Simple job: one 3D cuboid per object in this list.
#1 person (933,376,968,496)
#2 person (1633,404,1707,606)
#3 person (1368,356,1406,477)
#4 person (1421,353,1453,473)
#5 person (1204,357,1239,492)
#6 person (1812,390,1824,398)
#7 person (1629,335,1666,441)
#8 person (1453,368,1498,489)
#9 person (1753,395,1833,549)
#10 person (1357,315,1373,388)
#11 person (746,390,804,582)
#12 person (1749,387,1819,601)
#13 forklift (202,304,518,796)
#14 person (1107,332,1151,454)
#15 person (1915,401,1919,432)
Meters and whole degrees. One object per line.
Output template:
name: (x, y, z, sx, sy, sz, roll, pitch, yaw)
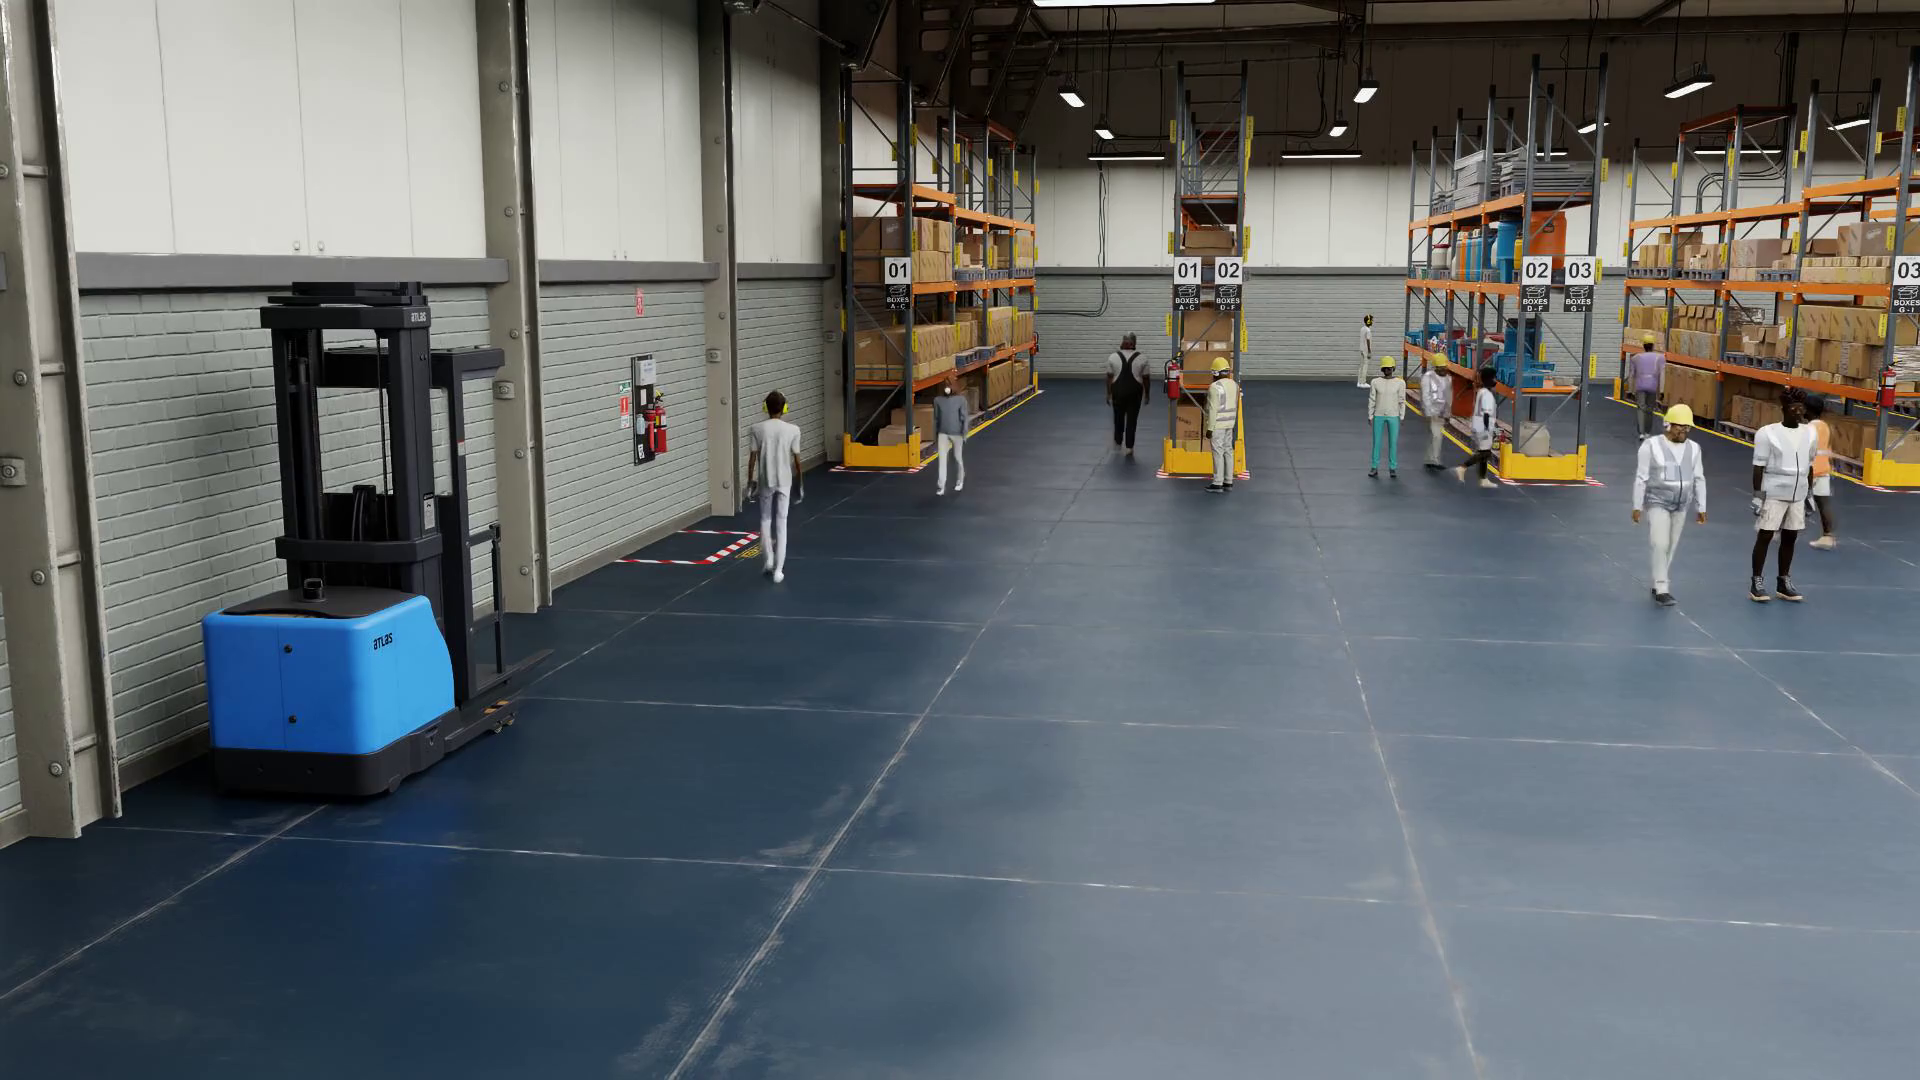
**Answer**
person: (-0.115, -1.433, 22.596, 0.511, 1.596, 0.844, 2, 10, 15)
person: (6.433, -0.301, 14.908, 0.625, 1.810, 0.690, -2, 9, -10)
person: (6.251, -1.811, 24.380, 0.535, 1.767, 0.316, 3, 10, 19)
person: (7.131, -1.887, 24.775, 0.620, 1.787, 0.669, -6, 11, -32)
person: (3.552, -1.577, 22.732, 0.403, 1.830, 0.599, 9, 13, 43)
person: (19.497, -3.871, 37.619, 0.513, 1.579, 0.854, 4, 10, 24)
person: (12.227, -2.707, 29.627, 0.596, 1.867, 1.042, 4, 10, 22)
person: (7.155, -1.538, 22.936, 0.557, 1.679, 0.539, 1, 9, 9)
person: (9.209, -0.754, 18.177, 0.552, 1.652, 0.852, -6, 11, -33)
person: (10.519, -4.887, 43.074, 0.325, 1.865, 0.517, -1, 9, -7)
person: (-1.799, -0.535, 16.234, 0.567, 1.850, 0.536, 0, 9, -2)
person: (7.525, -0.420, 15.185, 0.614, 1.963, 0.362, -1, 9, -7)
forklift: (-3.673, -0.038, 10.147, 1.129, 2.768, 1.873, 1, 9, 9)
person: (2.805, -2.443, 27.564, 0.710, 2.000, 0.966, 2, 9, 11)
person: (15.804, -2.305, 27.048, 0.548, 1.879, 1.001, 3, 10, 19)
